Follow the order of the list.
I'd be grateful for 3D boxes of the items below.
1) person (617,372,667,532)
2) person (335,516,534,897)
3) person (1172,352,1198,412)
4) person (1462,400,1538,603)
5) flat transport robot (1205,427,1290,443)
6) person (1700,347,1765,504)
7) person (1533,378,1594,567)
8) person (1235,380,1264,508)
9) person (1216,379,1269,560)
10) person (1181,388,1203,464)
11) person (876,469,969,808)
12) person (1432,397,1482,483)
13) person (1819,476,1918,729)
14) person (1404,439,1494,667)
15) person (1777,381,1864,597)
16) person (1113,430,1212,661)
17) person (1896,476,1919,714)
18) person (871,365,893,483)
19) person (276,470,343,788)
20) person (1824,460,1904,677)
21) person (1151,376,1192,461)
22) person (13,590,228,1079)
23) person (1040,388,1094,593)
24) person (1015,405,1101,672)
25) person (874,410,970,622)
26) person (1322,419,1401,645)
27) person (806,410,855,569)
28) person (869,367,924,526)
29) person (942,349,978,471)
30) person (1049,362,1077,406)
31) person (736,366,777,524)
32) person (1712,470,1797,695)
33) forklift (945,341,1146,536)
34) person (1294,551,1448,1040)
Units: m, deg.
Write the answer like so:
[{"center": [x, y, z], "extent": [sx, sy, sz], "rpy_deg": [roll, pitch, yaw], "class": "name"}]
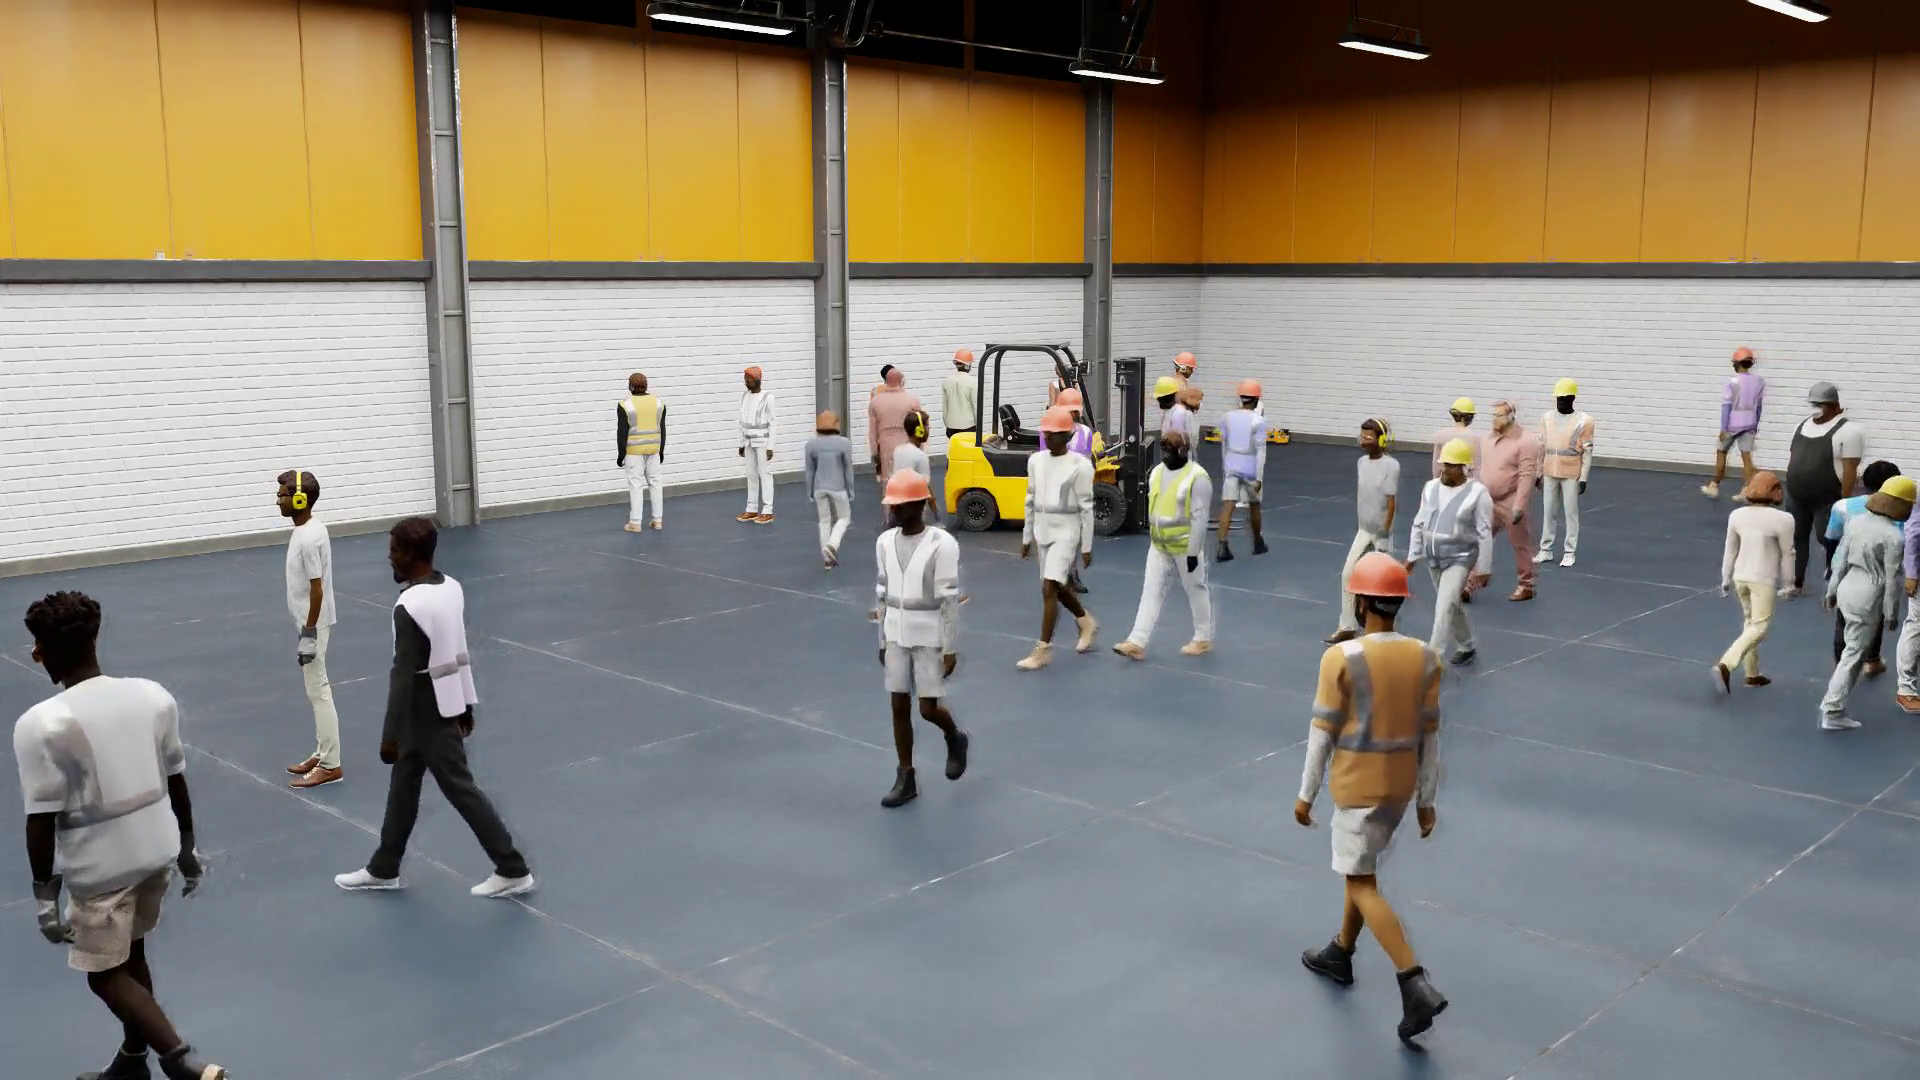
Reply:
[{"center": [-3.699, -1.017, 19.267], "extent": [0.619, 1.845, 0.430], "rpy_deg": [-7, 12, -38], "class": "person"}, {"center": [-2.534, 0.813, 7.981], "extent": [0.992, 1.874, 0.608], "rpy_deg": [0, 9, 0], "class": "person"}, {"center": [2.796, -1.377, 21.034], "extent": [0.391, 1.986, 0.609], "rpy_deg": [-1, 9, -4], "class": "person"}, {"center": [4.881, -0.334, 15.038], "extent": [0.992, 1.854, 0.657], "rpy_deg": [-6, 11, -32], "class": "person"}, {"center": [5.050, -1.854, 29.204], "extent": [1.431, 0.197, 0.652], "rpy_deg": [2, 9, 13], "class": "flat transport robot"}, {"center": [10.128, -1.510, 21.765], "extent": [0.645, 2.004, 0.942], "rpy_deg": [-2, 9, -10], "class": "person"}, {"center": [6.156, -0.690, 17.005], "extent": [0.365, 1.928, 0.585], "rpy_deg": [-9, 13, -42], "class": "person"}, {"center": [3.664, -1.214, 21.126], "extent": [0.322, 1.634, 0.523], "rpy_deg": [9, 13, 42], "class": "person"}, {"center": [2.959, -0.736, 17.424], "extent": [0.563, 1.889, 0.988], "rpy_deg": [6, 11, 34], "class": "person"}, {"center": [2.673, -1.033, 20.056], "extent": [0.644, 1.605, 0.534], "rpy_deg": [6, 11, 32], "class": "person"}, {"center": [-0.216, 0.538, 9.470], "extent": [0.552, 1.924, 0.589], "rpy_deg": [6, 11, 31], "class": "person"}, {"center": [4.963, -0.536, 16.552], "extent": [0.533, 1.767, 0.324], "rpy_deg": [9, 13, 43], "class": "person"}, {"center": [5.924, 0.420, 10.864], "extent": [0.479, 1.701, 0.531], "rpy_deg": [-1, 9, -4], "class": "person"}, {"center": [3.665, 0.132, 12.426], "extent": [0.946, 1.788, 0.593], "rpy_deg": [-6, 11, -33], "class": "person"}, {"center": [7.972, -0.477, 15.351], "extent": [0.779, 2.000, 0.682], "rpy_deg": [-5, 10, -27], "class": "person"}, {"center": [1.626, 0.049, 12.882], "extent": [0.944, 1.789, 0.650], "rpy_deg": [-7, 12, -38], "class": "person"}, {"center": [6.720, 0.228, 11.356], "extent": [0.627, 1.936, 0.373], "rpy_deg": [-1, 9, -8], "class": "person"}, {"center": [-1.014, -1.632, 23.514], "extent": [0.529, 1.690, 0.321], "rpy_deg": [3, 10, 18], "class": "person"}, {"center": [-3.844, 0.515, 9.788], "extent": [0.328, 1.872, 0.513], "rpy_deg": [-4, 10, -23], "class": "person"}, {"center": [6.621, 0.234, 12.152], "extent": [0.553, 1.640, 0.821], "rpy_deg": [8, 12, 41], "class": "person"}, {"center": [2.269, -0.811, 17.839], "extent": [0.478, 1.893, 0.684], "rpy_deg": [0, 9, 2], "class": "person"}, {"center": [-2.905, 1.129, 5.852], "extent": [0.754, 1.930, 0.654], "rpy_deg": [4, 10, 21], "class": "person"}, {"center": [1.008, -0.447, 15.490], "extent": [0.552, 1.933, 0.374], "rpy_deg": [-4, 10, -25], "class": "person"}, {"center": [0.788, -0.043, 12.778], "extent": [0.980, 2.013, 0.612], "rpy_deg": [-9, 13, -43], "class": "person"}, {"center": [-0.327, -0.204, 14.347], "extent": [0.992, 1.813, 0.529], "rpy_deg": [-5, 10, -26], "class": "person"}, {"center": [3.254, -0.038, 13.283], "extent": [0.781, 1.833, 0.523], "rpy_deg": [-6, 11, -31], "class": "person"}, {"center": [-1.314, -0.502, 16.765], "extent": [0.528, 1.618, 0.403], "rpy_deg": [3, 10, 15], "class": "person"}, {"center": [-0.739, -1.068, 19.478], "extent": [0.674, 1.924, 0.467], "rpy_deg": [3, 10, 18], "class": "person"}, {"center": [0.044, -1.501, 21.766], "extent": [0.612, 1.995, 0.382], "rpy_deg": [7, 11, 35], "class": "person"}, {"center": [1.542, -1.847, 24.983], "extent": [0.518, 1.636, 0.312], "rpy_deg": [-6, 11, -31], "class": "person"}, {"center": [-2.432, -1.138, 19.876], "extent": [0.572, 1.887, 0.355], "rpy_deg": [8, 12, 41], "class": "person"}, {"center": [5.635, 0.305, 11.873], "extent": [0.721, 1.607, 0.492], "rpy_deg": [-4, 10, -25], "class": "person"}, {"center": [0.977, -1.223, 19.452], "extent": [2.313, 2.155, 1.214], "rpy_deg": [2, 9, 11], "class": "forklift"}, {"center": [1.713, 1.005, 6.710], "extent": [0.558, 1.899, 0.934], "rpy_deg": [-4, 10, -24], "class": "person"}]
